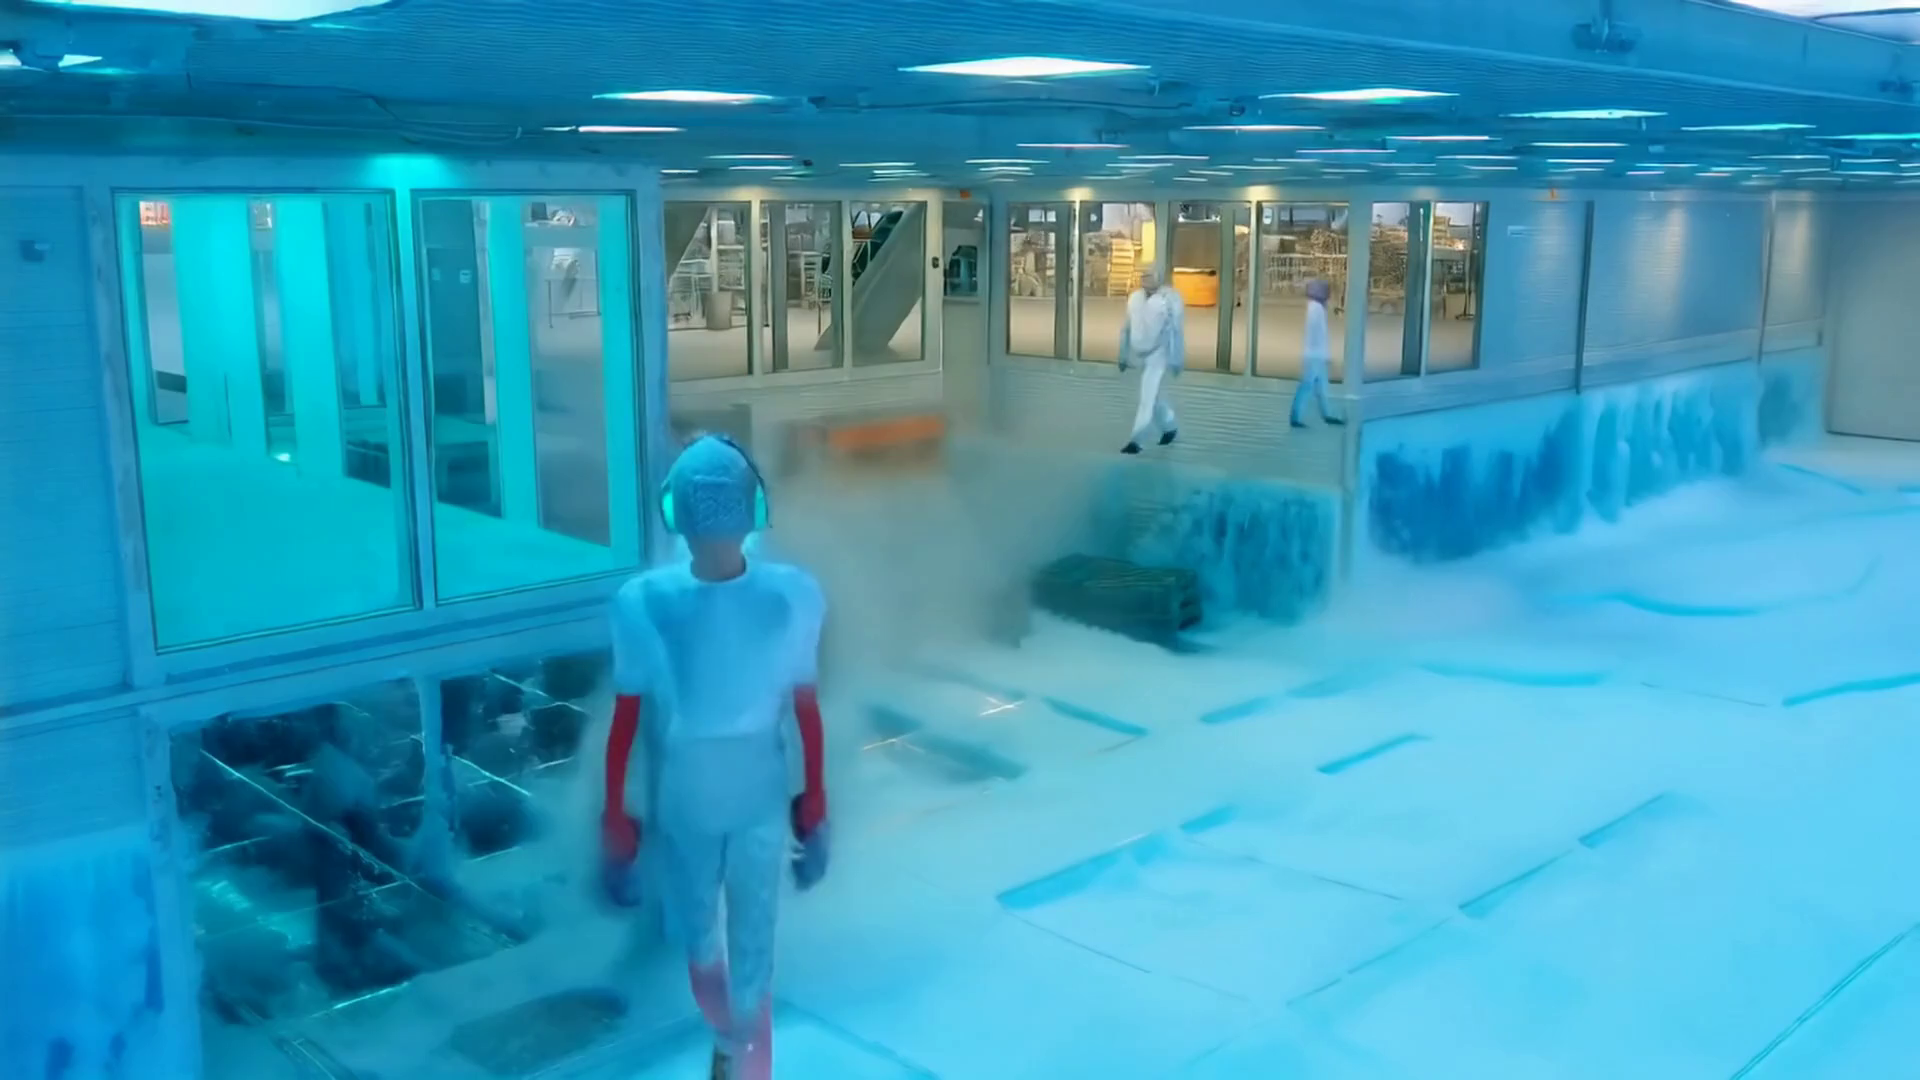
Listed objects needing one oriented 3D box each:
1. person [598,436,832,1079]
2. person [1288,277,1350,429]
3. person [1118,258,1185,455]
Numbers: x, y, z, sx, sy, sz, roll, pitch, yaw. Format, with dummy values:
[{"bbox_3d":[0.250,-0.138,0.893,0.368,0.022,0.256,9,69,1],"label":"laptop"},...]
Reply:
[{"bbox_3d":[-0.579,0.643,3.968,0.535,1.829,0.965,-1,11,-4],"label":"person"},{"bbox_3d":[3.835,-1.961,17.527,0.752,1.600,0.524,2,11,8],"label":"person"},{"bbox_3d":[1.851,-1.780,16.001,0.979,1.865,0.657,-10,15,-42],"label":"person"}]
